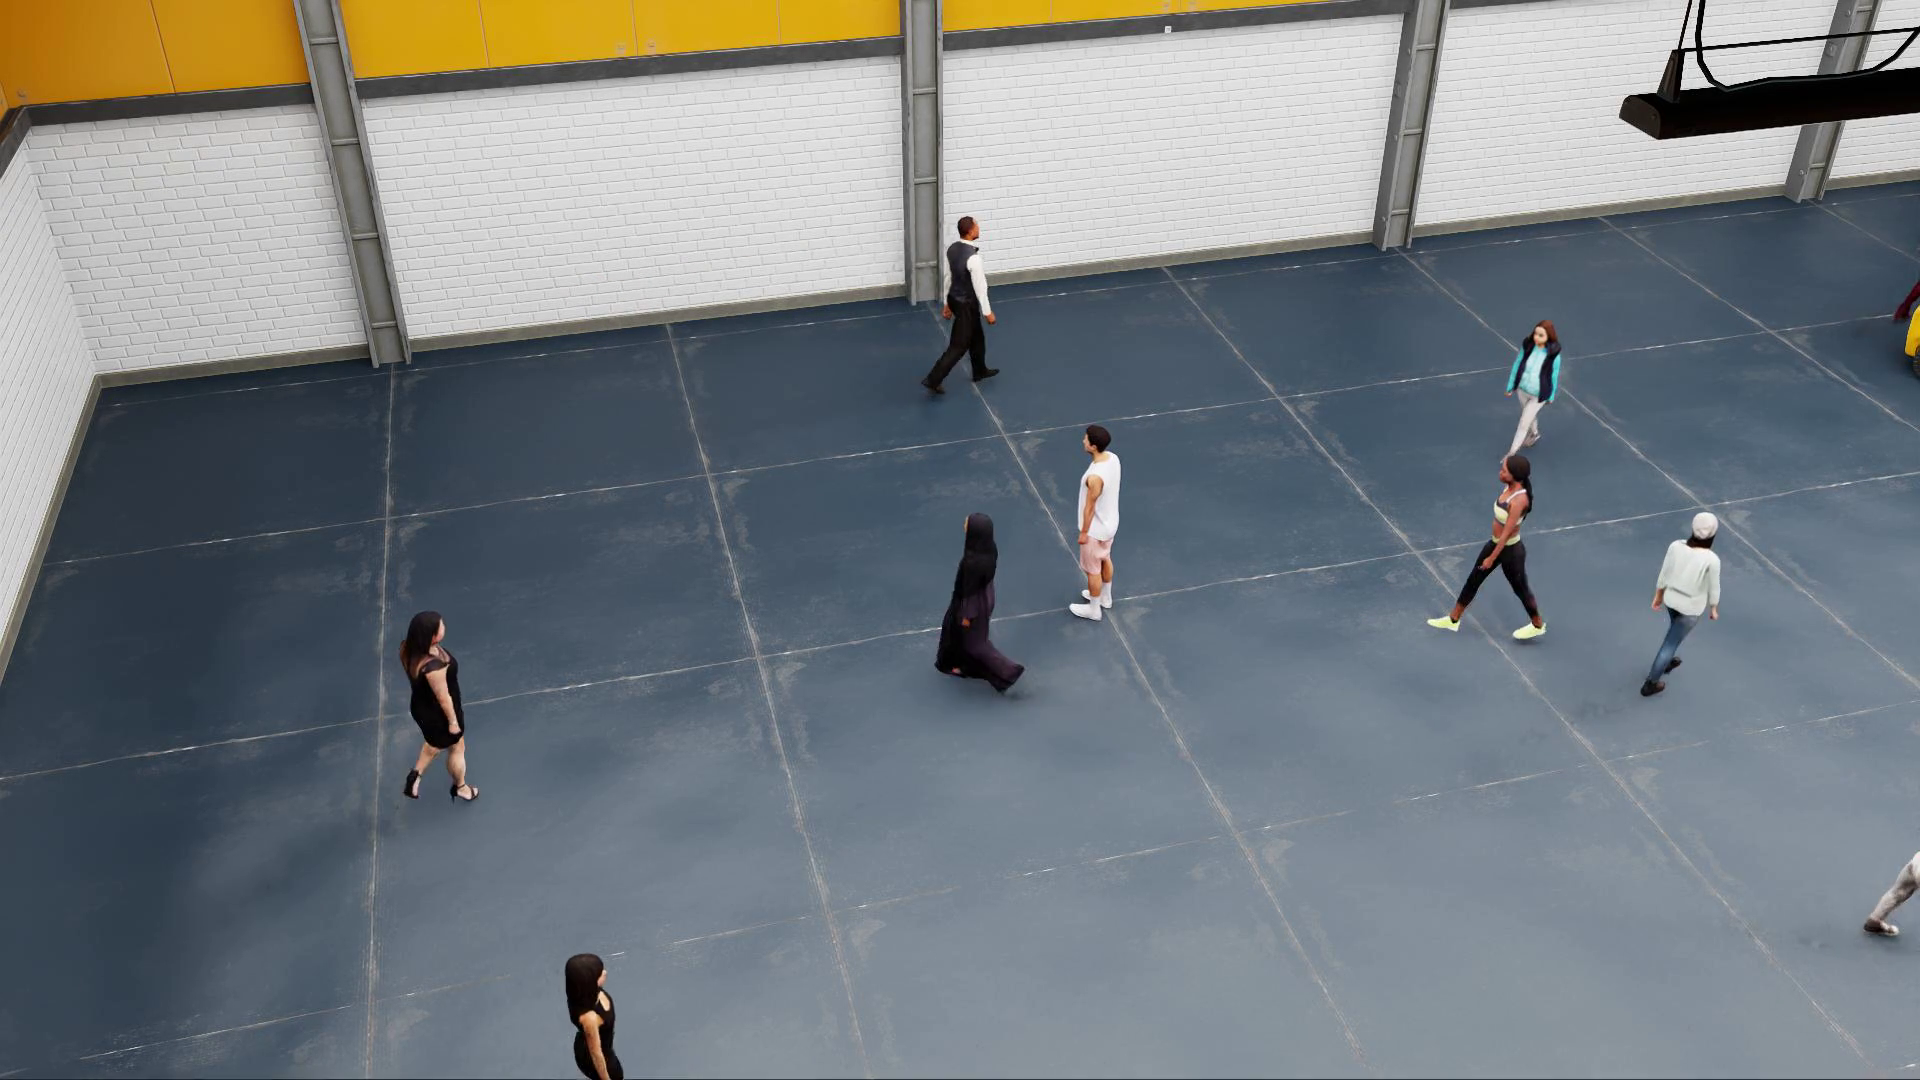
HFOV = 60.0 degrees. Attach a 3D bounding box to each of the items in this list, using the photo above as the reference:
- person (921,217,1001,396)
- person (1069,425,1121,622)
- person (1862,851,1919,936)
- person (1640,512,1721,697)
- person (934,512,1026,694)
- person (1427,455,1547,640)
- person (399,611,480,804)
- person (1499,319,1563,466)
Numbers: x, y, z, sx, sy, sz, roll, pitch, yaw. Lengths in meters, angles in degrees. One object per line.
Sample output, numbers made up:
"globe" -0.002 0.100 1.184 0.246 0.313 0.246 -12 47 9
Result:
"person" -0.027 -2.362 17.058 1.294 1.891 0.879 -17 37 -23
"person" 1.161 -0.137 13.807 0.762 1.783 0.716 14 36 21
"person" 6.244 2.149 10.824 0.931 1.279 0.697 4 34 7
"person" 5.581 0.529 12.951 0.916 1.623 0.748 -19 38 -27
"person" 0.183 0.493 13.026 1.093 1.600 0.956 12 35 17
"person" 4.528 0.126 13.489 1.237 1.698 0.789 1 34 2
"person" -3.780 1.250 11.791 0.957 1.705 0.867 -28 43 -35
"person" 5.582 -1.471 16.104 1.070 1.463 0.873 -27 42 -34
